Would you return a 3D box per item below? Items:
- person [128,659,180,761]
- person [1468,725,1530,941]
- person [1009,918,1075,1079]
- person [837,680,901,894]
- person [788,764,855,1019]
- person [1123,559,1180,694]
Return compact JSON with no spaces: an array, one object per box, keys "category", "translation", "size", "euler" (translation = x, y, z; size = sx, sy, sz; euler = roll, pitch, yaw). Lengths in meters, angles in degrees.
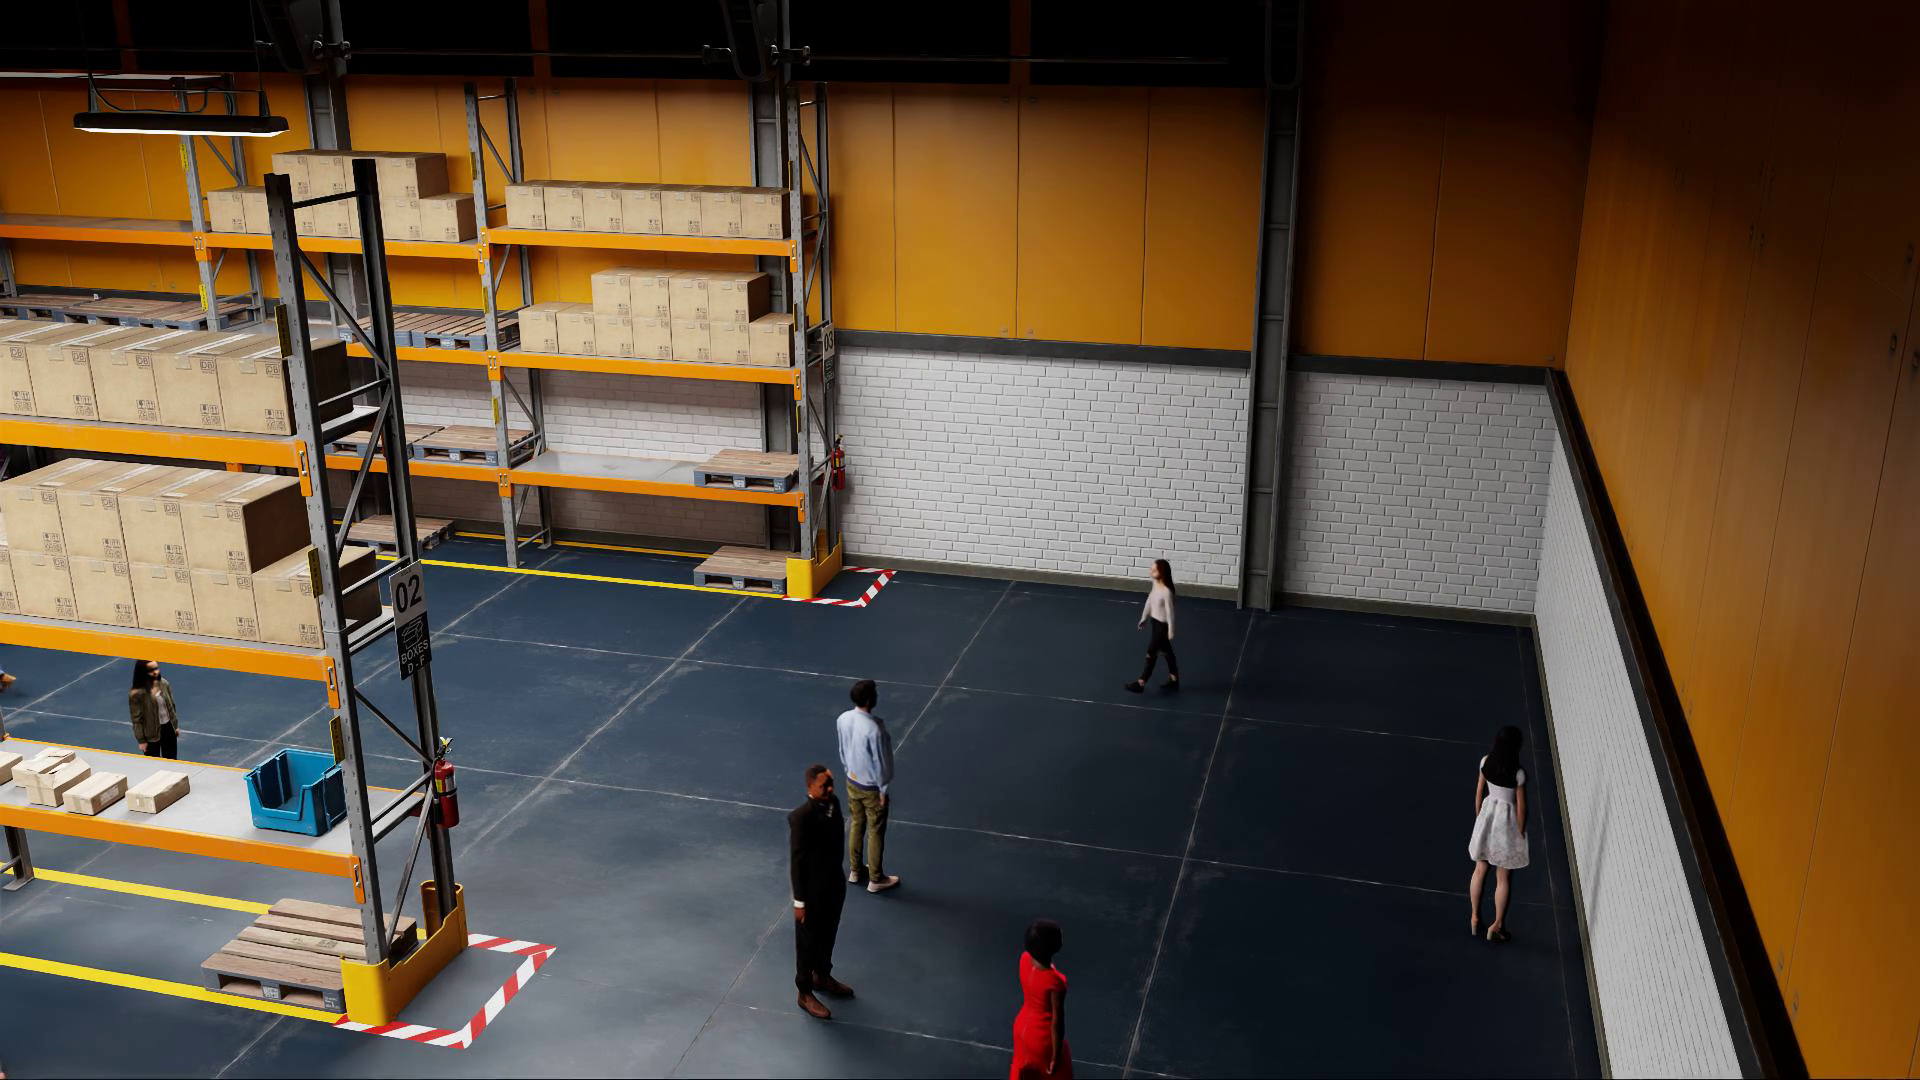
[{"category":"person","translation":[-7.187,1.724,14.867],"size":[0.544,1.474,0.608],"euler":[9,20,24]},{"category":"person","translation":[4.164,2.250,12.835],"size":[0.836,1.774,0.756],"euler":[-16,24,-38]},{"category":"person","translation":[0.417,3.149,10.285],"size":[1.015,1.698,1.098],"euler":[-16,24,-39]},{"category":"person","translation":[-0.759,1.988,13.553],"size":[0.819,1.812,0.695],"euler":[-17,25,-41]},{"category":"person","translation":[-1.016,2.476,11.960],"size":[0.716,1.904,0.754],"euler":[11,22,30]},{"category":"person","translation":[2.169,0.897,17.351],"size":[0.961,1.455,0.797],"euler":[-4,19,-12]}]
